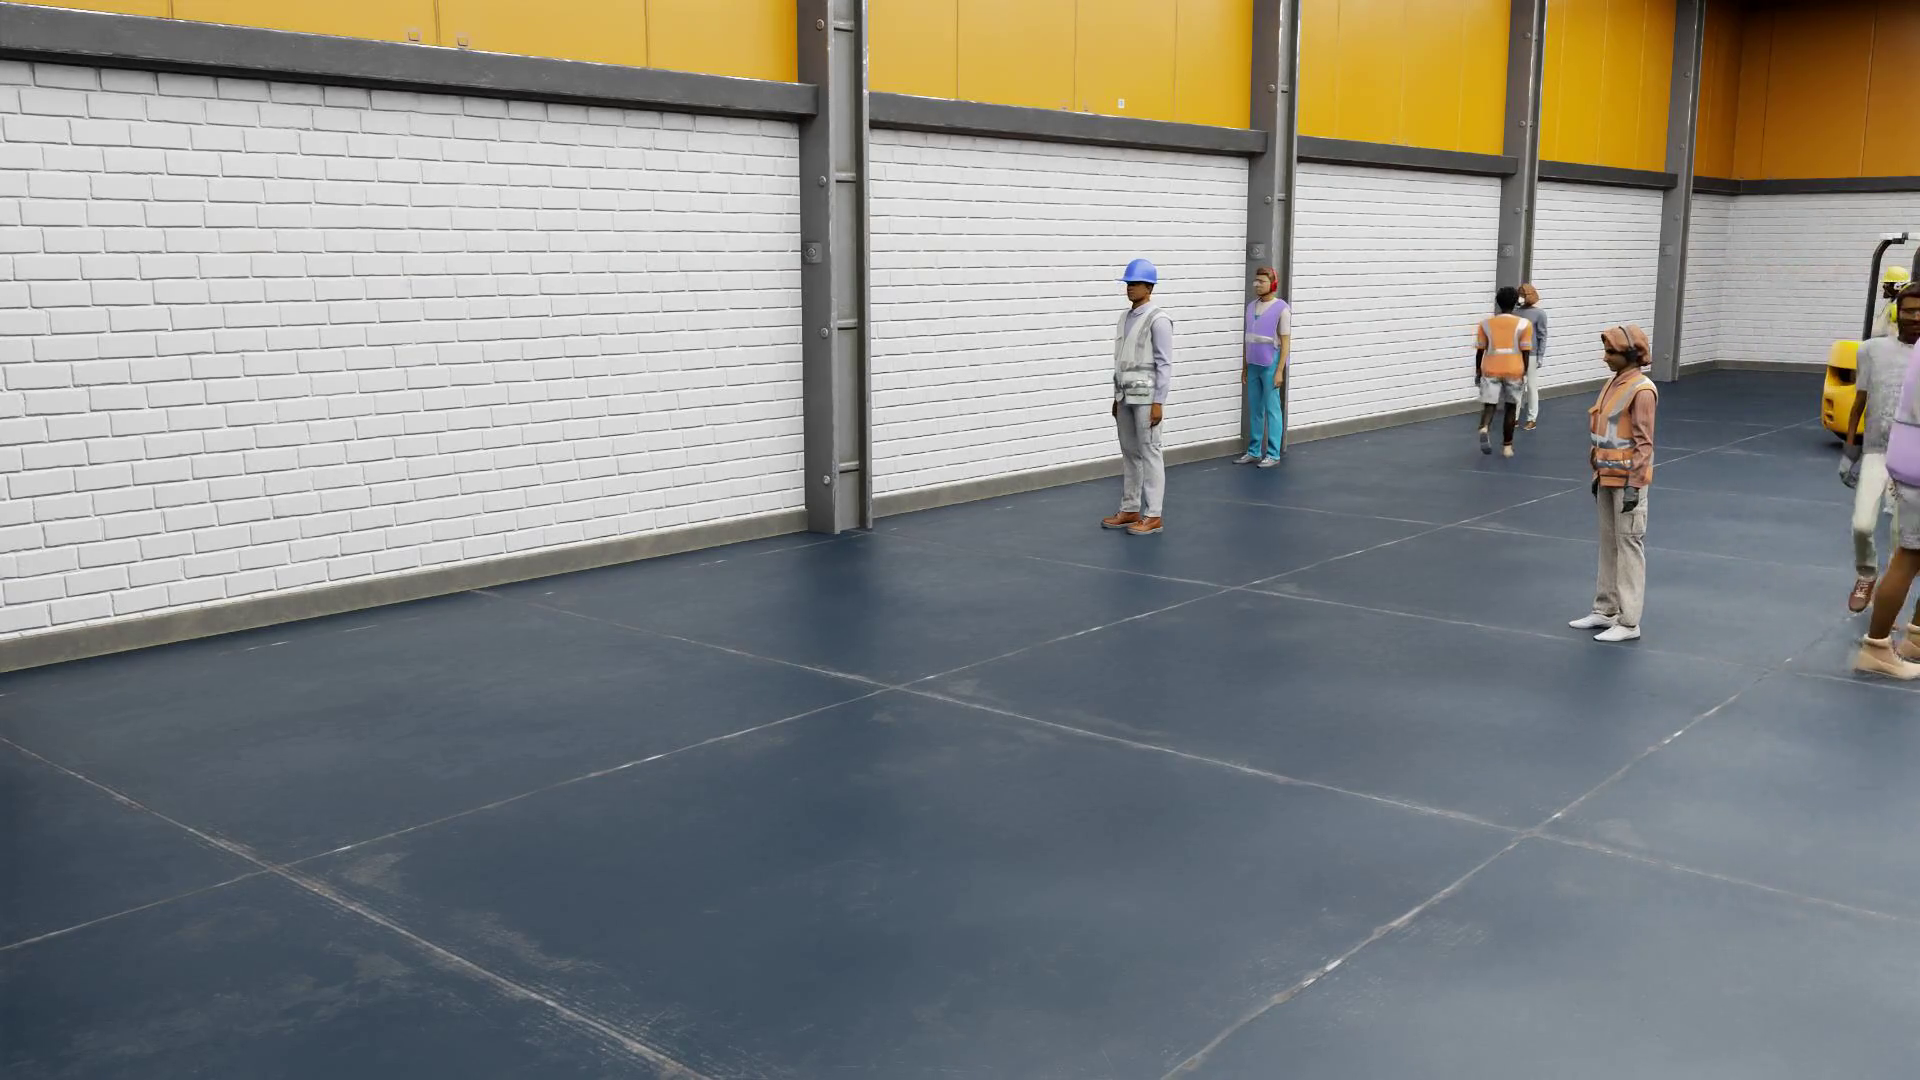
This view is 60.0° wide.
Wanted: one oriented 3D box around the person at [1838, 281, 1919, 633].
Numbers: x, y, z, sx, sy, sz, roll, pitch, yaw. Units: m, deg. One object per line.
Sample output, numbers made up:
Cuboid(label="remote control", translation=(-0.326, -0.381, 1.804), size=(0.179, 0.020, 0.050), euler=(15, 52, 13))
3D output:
Cuboid(label="person", translation=(4.969, -0.440, 8.836), size=(0.530, 1.851, 0.437), euler=(6, 11, 29))

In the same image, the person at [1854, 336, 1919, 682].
Cuboid(label="person", translation=(4.515, -0.300, 7.633), size=(0.640, 1.995, 0.641), euler=(4, 11, 22))

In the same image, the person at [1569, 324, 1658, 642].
Cuboid(label="person", translation=(3.420, -0.293, 8.617), size=(0.310, 1.640, 0.514), euler=(0, 10, 0))

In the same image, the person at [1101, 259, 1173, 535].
Cuboid(label="person", translation=(1.278, -1.019, 11.857), size=(0.375, 1.950, 0.615), euler=(-5, 11, -26))

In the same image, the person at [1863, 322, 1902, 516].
Cuboid(label="person", translation=(7.171, -0.999, 12.658), size=(0.547, 1.617, 0.525), euler=(2, 10, 13))

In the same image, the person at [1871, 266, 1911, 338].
Cuboid(label="person", translation=(10.015, -2.018, 17.886), size=(0.403, 1.830, 0.600), euler=(3, 10, 16))

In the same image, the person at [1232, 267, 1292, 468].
Cuboid(label="person", translation=(2.834, -1.594, 15.424), size=(0.389, 1.850, 0.566), euler=(-6, 12, -30))

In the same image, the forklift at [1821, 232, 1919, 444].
Cuboid(label="forklift", translation=(9.955, -1.972, 16.595), size=(2.313, 2.155, 1.214), euler=(1, 10, 8))

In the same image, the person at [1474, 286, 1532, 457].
Cuboid(label="person", translation=(5.187, -1.596, 15.958), size=(0.541, 1.673, 0.678), euler=(5, 11, 26))

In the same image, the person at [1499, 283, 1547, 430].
Cuboid(label="person", translation=(6.337, -2.057, 18.672), size=(0.274, 1.632, 0.503), euler=(-7, 12, -35))
